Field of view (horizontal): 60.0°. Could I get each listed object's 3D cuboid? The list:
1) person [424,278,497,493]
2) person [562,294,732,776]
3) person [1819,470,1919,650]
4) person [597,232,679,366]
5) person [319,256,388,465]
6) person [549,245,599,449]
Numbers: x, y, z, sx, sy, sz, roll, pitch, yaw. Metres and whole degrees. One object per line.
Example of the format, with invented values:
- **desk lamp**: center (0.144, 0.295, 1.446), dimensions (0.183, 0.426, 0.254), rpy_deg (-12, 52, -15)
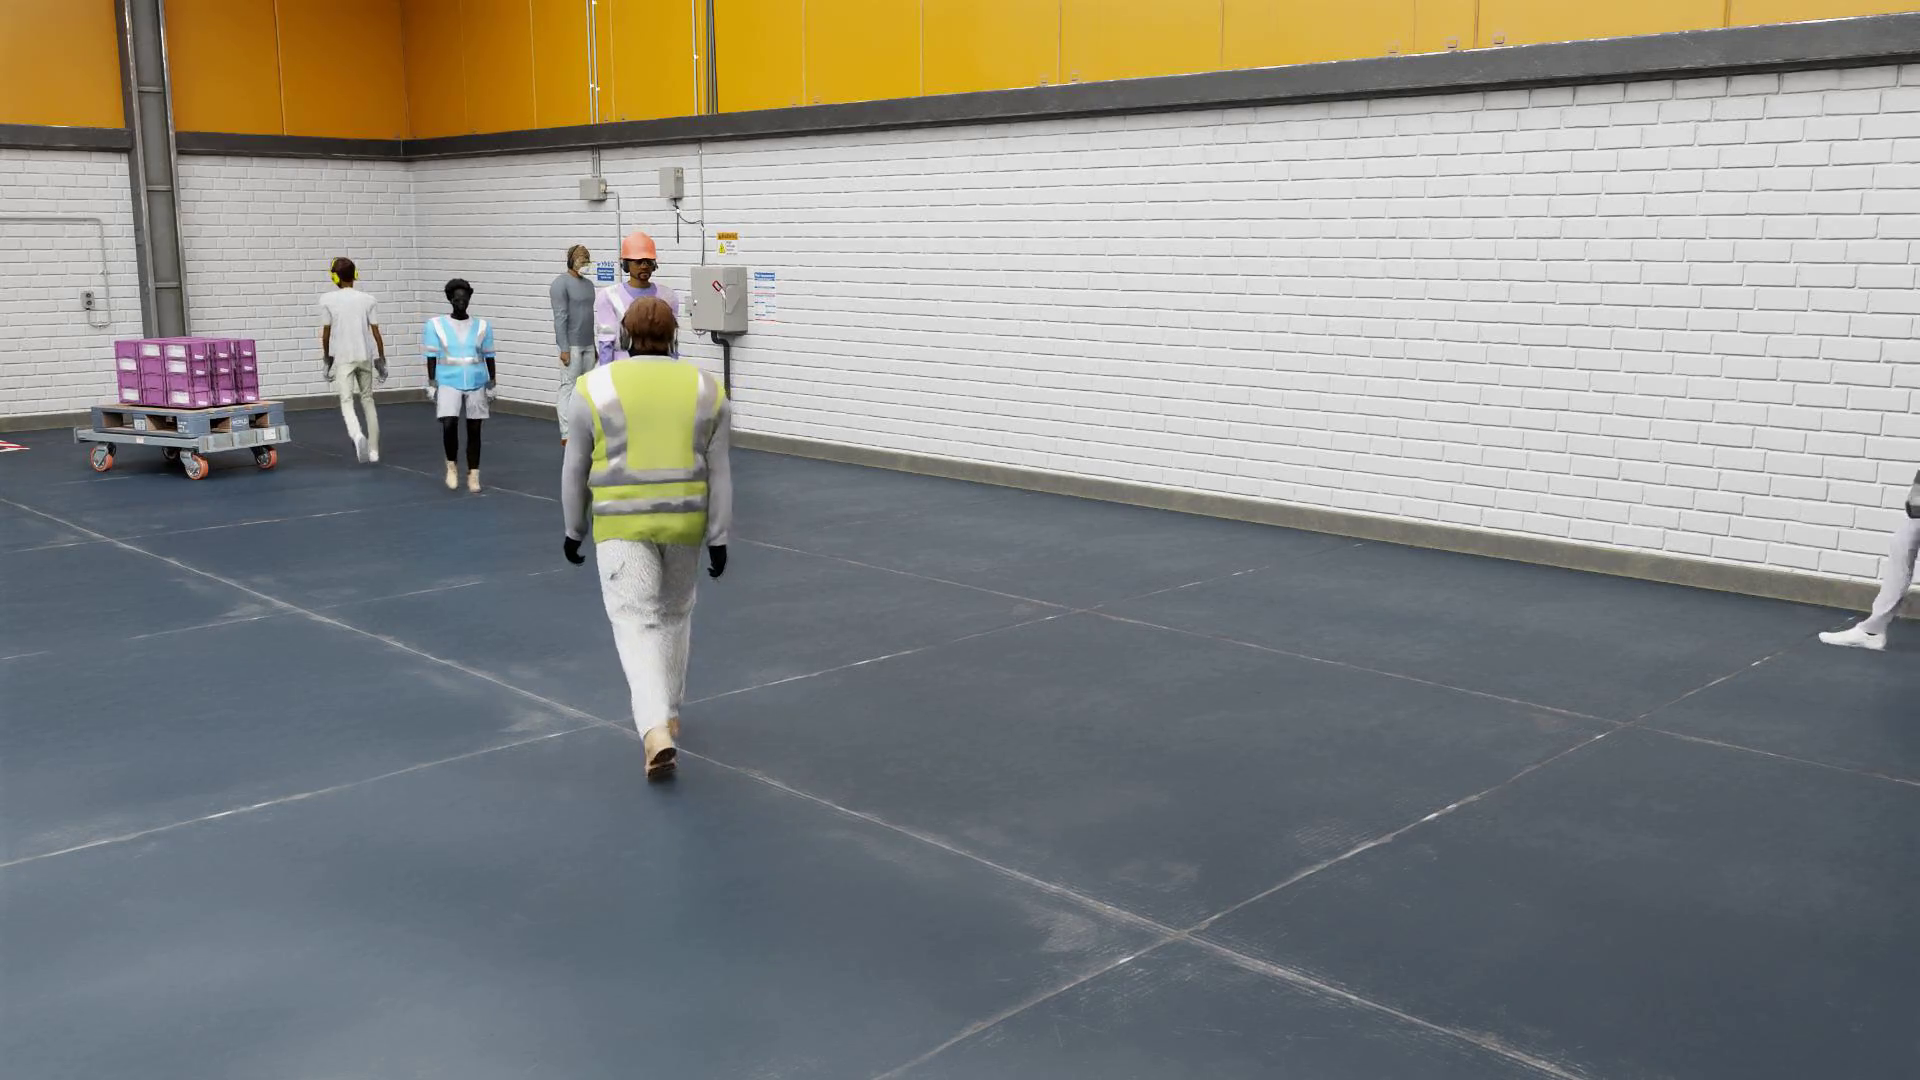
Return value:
- **person**: center (-3.896, -1.202, 13.041), dimensions (0.551, 1.684, 0.366), rpy_deg (-5, 12, -26)
- **person**: center (-1.172, -0.031, 6.379), dimensions (0.623, 1.807, 0.896), rpy_deg (-5, 11, -25)
- **person**: center (4.705, -0.305, 7.818), dimensions (0.993, 1.827, 0.533), rpy_deg (8, 13, 37)
- **person**: center (-2.216, -1.117, 11.626), dimensions (0.609, 2.044, 0.393), rpy_deg (-7, 13, -34)
- **person**: center (-5.314, -1.568, 14.653), dimensions (0.544, 1.843, 0.711), rpy_deg (-8, 13, -35)
- **person**: center (-3.638, -1.829, 15.814), dimensions (0.374, 1.933, 0.627), rpy_deg (3, 11, 18)
